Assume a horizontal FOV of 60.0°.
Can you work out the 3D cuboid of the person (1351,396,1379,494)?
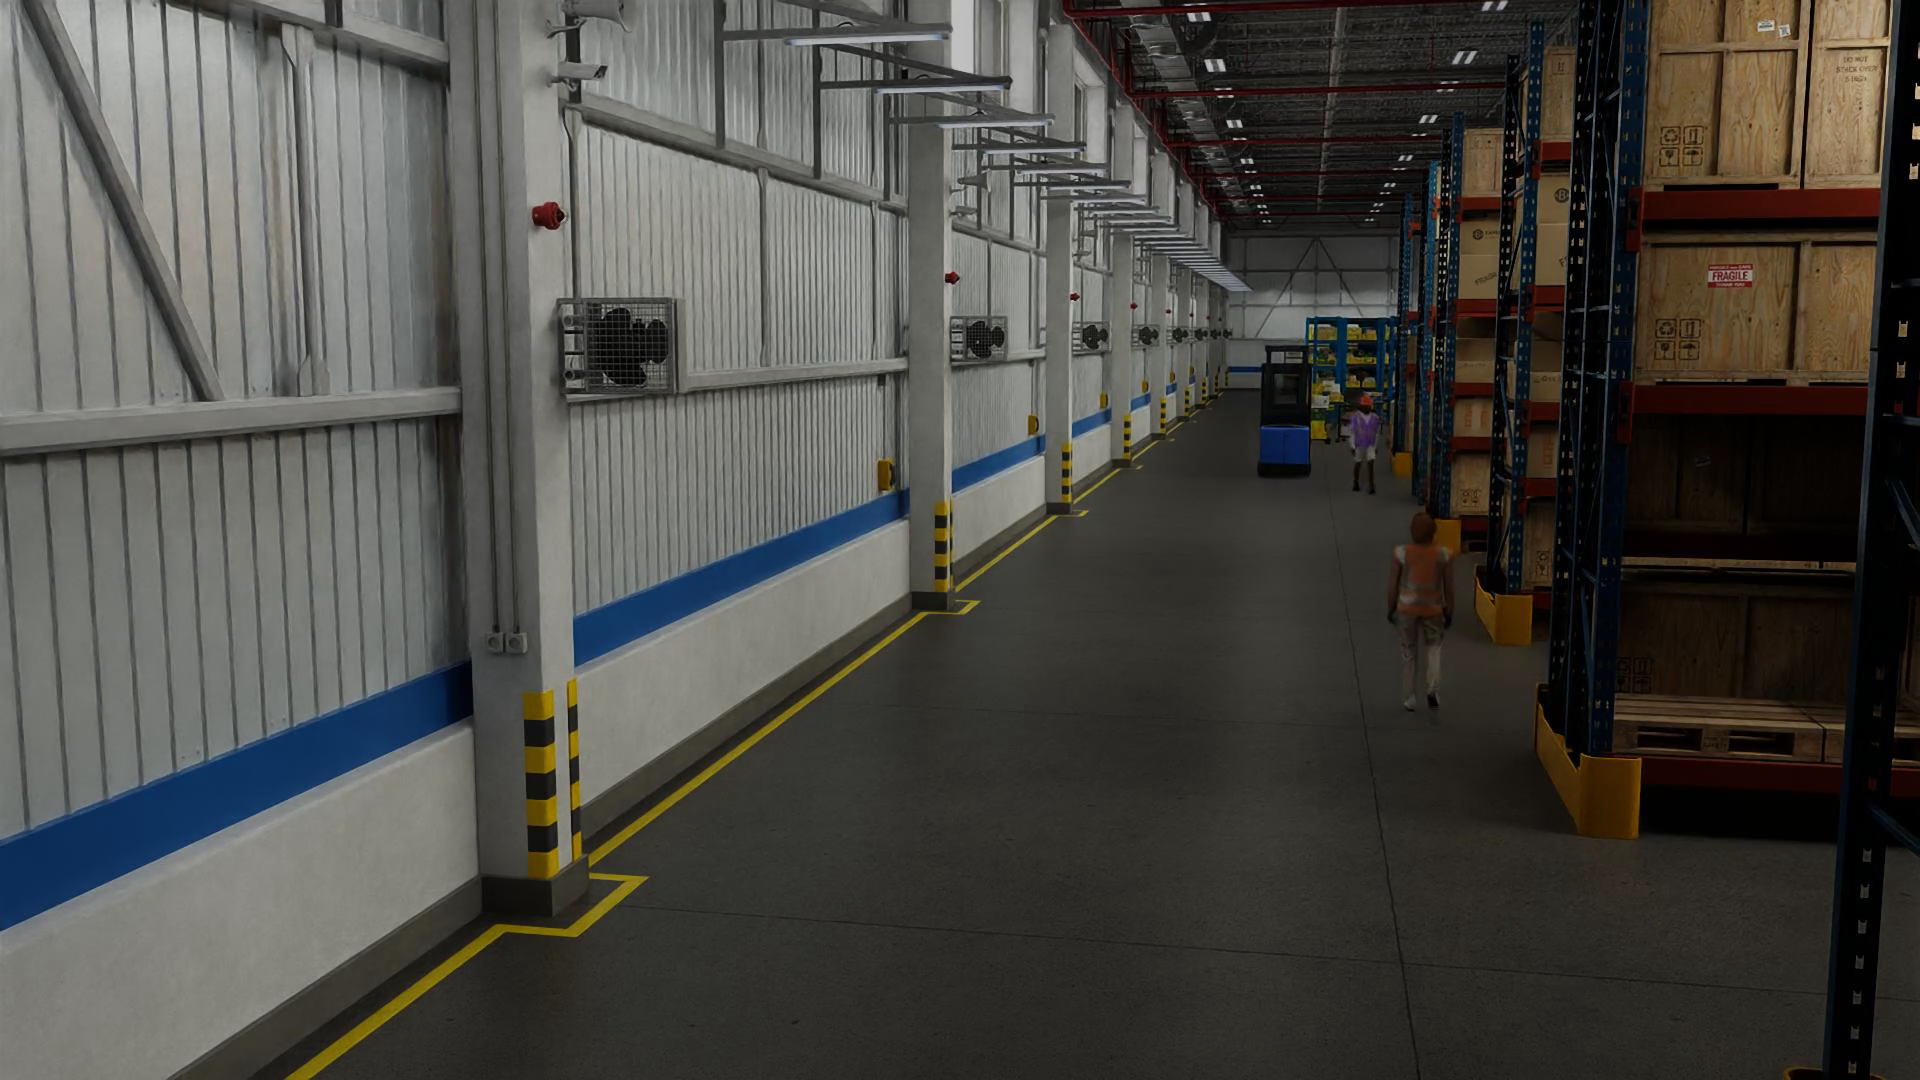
[{"bbox_3d":[7.802,-1.841,32.098,0.564,1.889,1.007,0,7,0],"label":"person"}]

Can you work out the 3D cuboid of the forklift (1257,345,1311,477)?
[{"bbox_3d":[7.030,-2.813,35.907,1.129,2.768,1.873,1,7,12],"label":"forklift"}]

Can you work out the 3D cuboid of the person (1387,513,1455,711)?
[{"bbox_3d":[3.771,0.593,13.632,0.531,1.624,0.374,2,7,12],"label":"person"}]
